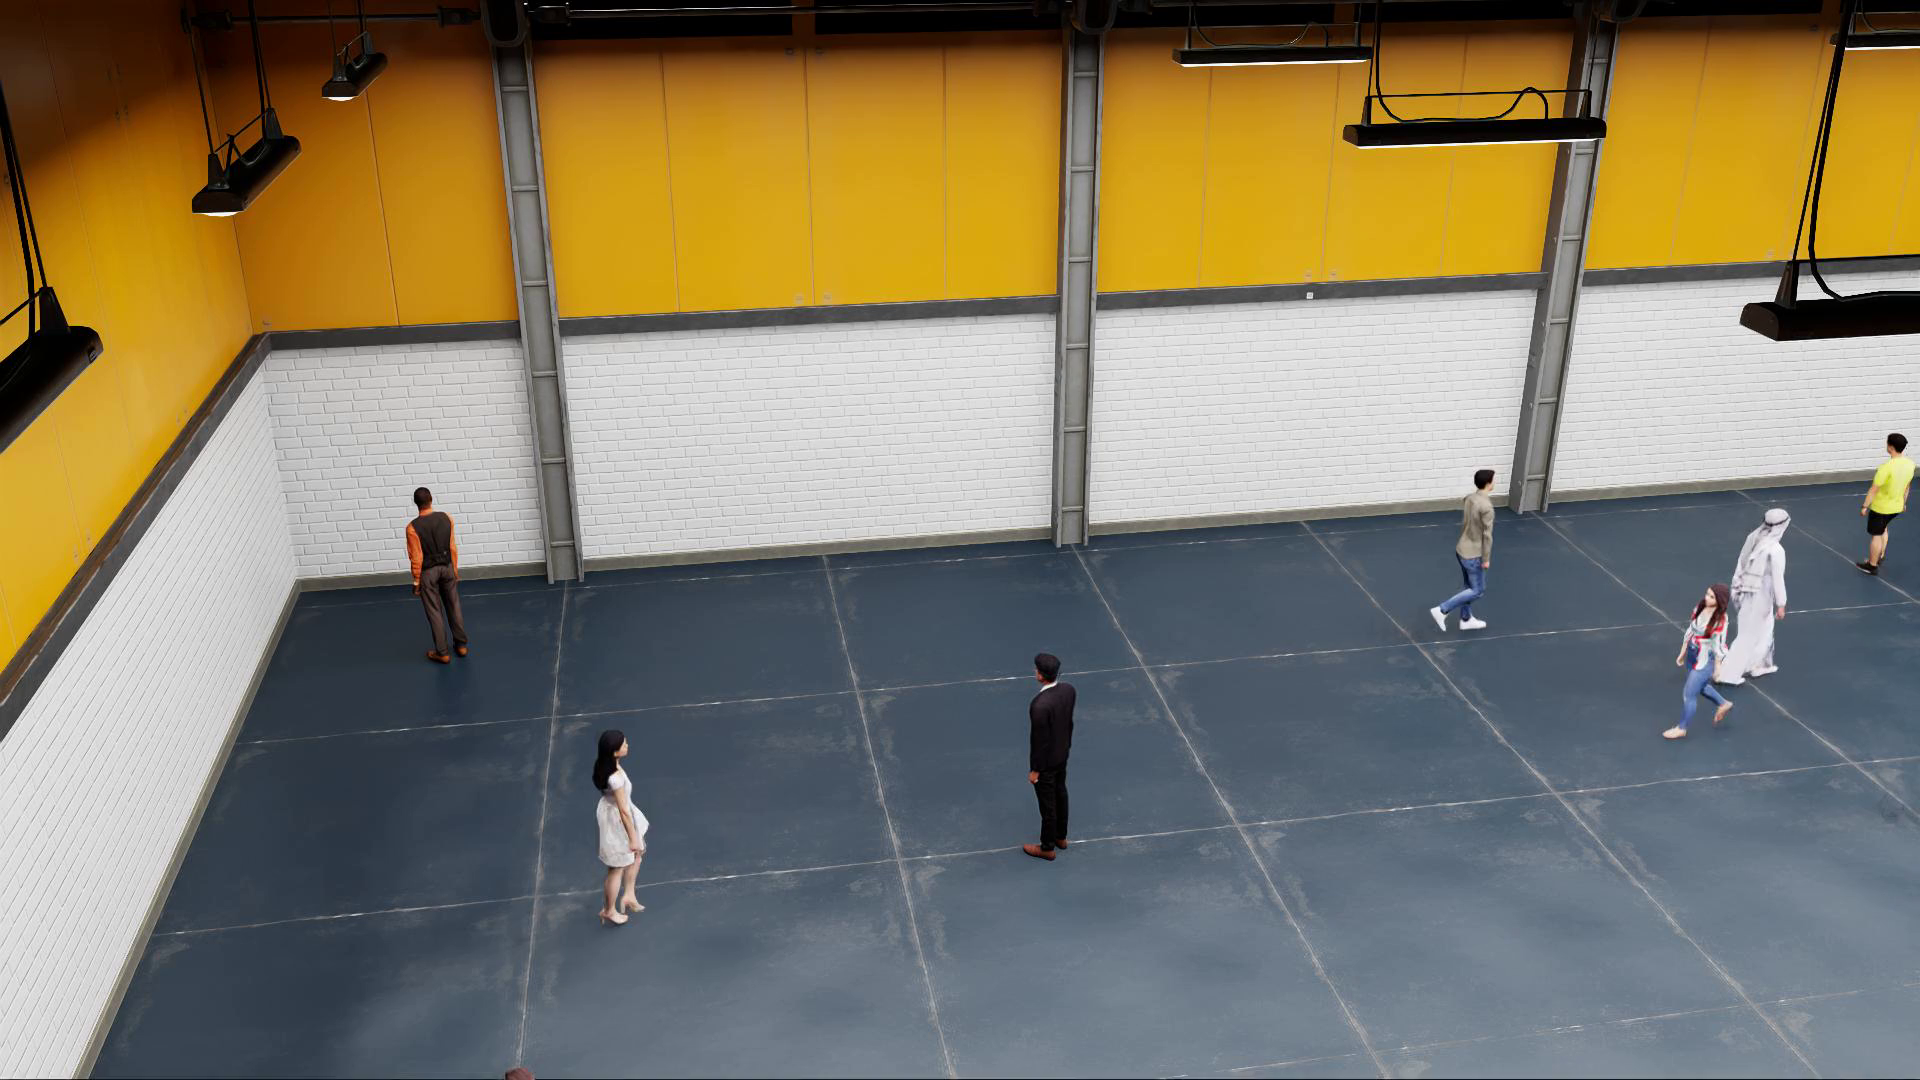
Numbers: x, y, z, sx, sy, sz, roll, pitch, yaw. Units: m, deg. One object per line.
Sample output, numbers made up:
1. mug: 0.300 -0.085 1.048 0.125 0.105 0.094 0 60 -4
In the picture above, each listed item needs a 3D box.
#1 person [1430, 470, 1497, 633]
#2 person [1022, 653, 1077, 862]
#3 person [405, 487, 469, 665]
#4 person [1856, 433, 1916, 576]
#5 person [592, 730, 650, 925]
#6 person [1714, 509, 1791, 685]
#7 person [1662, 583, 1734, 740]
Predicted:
1. person: 5.367 0.146 17.661 0.914 1.851 0.716 -3 24 -8
2. person: 0.762 1.793 13.854 0.819 1.882 0.750 17 29 33
3. person: -5.383 0.354 17.115 0.743 1.907 0.850 -20 31 -38
4. person: 10.685 -0.388 19.068 0.594 1.702 0.752 -7 25 -16
5. person: -2.748 2.274 12.907 0.788 1.760 0.728 -11 26 -23
6. person: 7.849 0.584 16.592 0.983 1.905 0.762 -2 24 -6
7. person: 7.092 1.128 15.738 0.983 1.591 0.586 -5 24 -11
